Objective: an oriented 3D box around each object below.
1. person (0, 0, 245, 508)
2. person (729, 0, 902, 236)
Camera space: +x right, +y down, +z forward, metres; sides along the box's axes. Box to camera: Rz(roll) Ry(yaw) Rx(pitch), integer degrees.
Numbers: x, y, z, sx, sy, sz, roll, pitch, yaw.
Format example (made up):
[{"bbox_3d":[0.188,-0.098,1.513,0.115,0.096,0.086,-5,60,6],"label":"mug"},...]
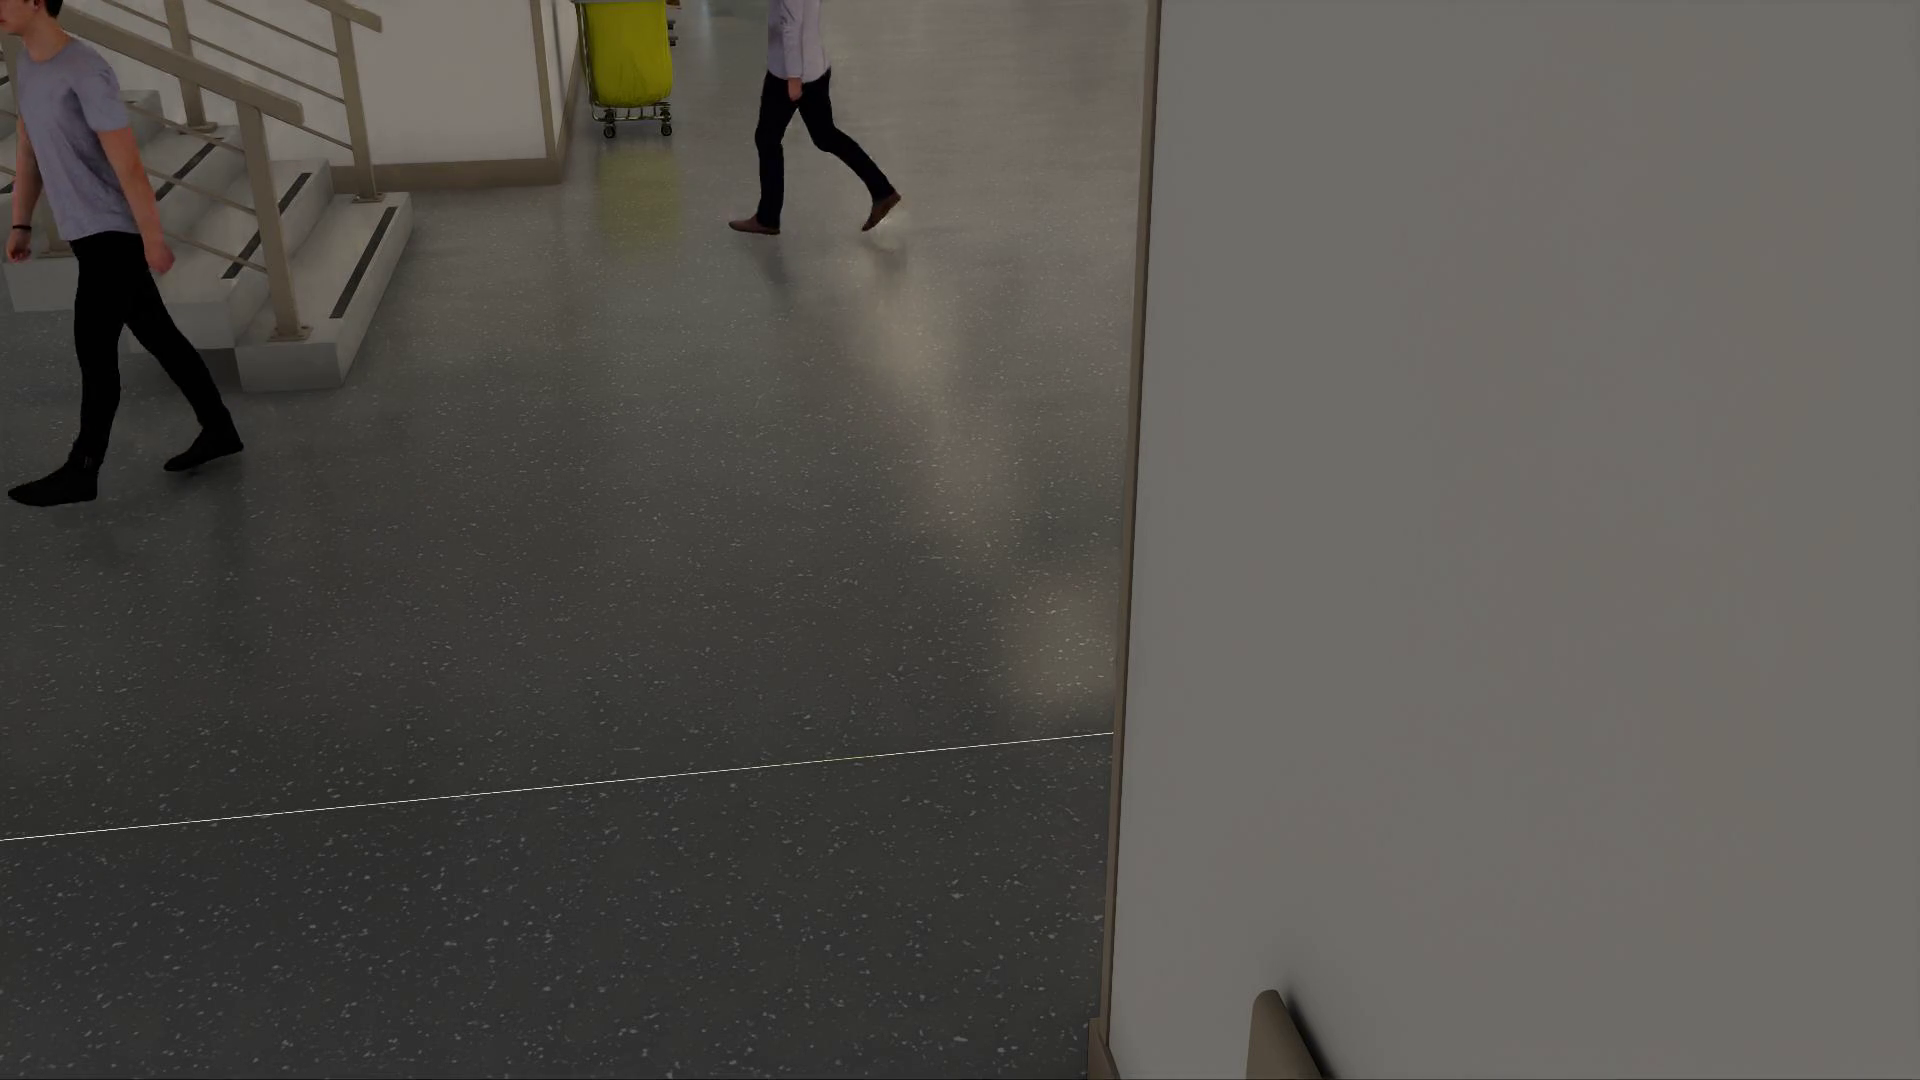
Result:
[{"bbox_3d":[-2.875,-1.072,5.807,1.072,1.831,1.206,21,33,37],"label":"person"},{"bbox_3d":[-0.752,-2.479,8.737,1.278,1.819,1.012,6,26,13],"label":"person"}]
